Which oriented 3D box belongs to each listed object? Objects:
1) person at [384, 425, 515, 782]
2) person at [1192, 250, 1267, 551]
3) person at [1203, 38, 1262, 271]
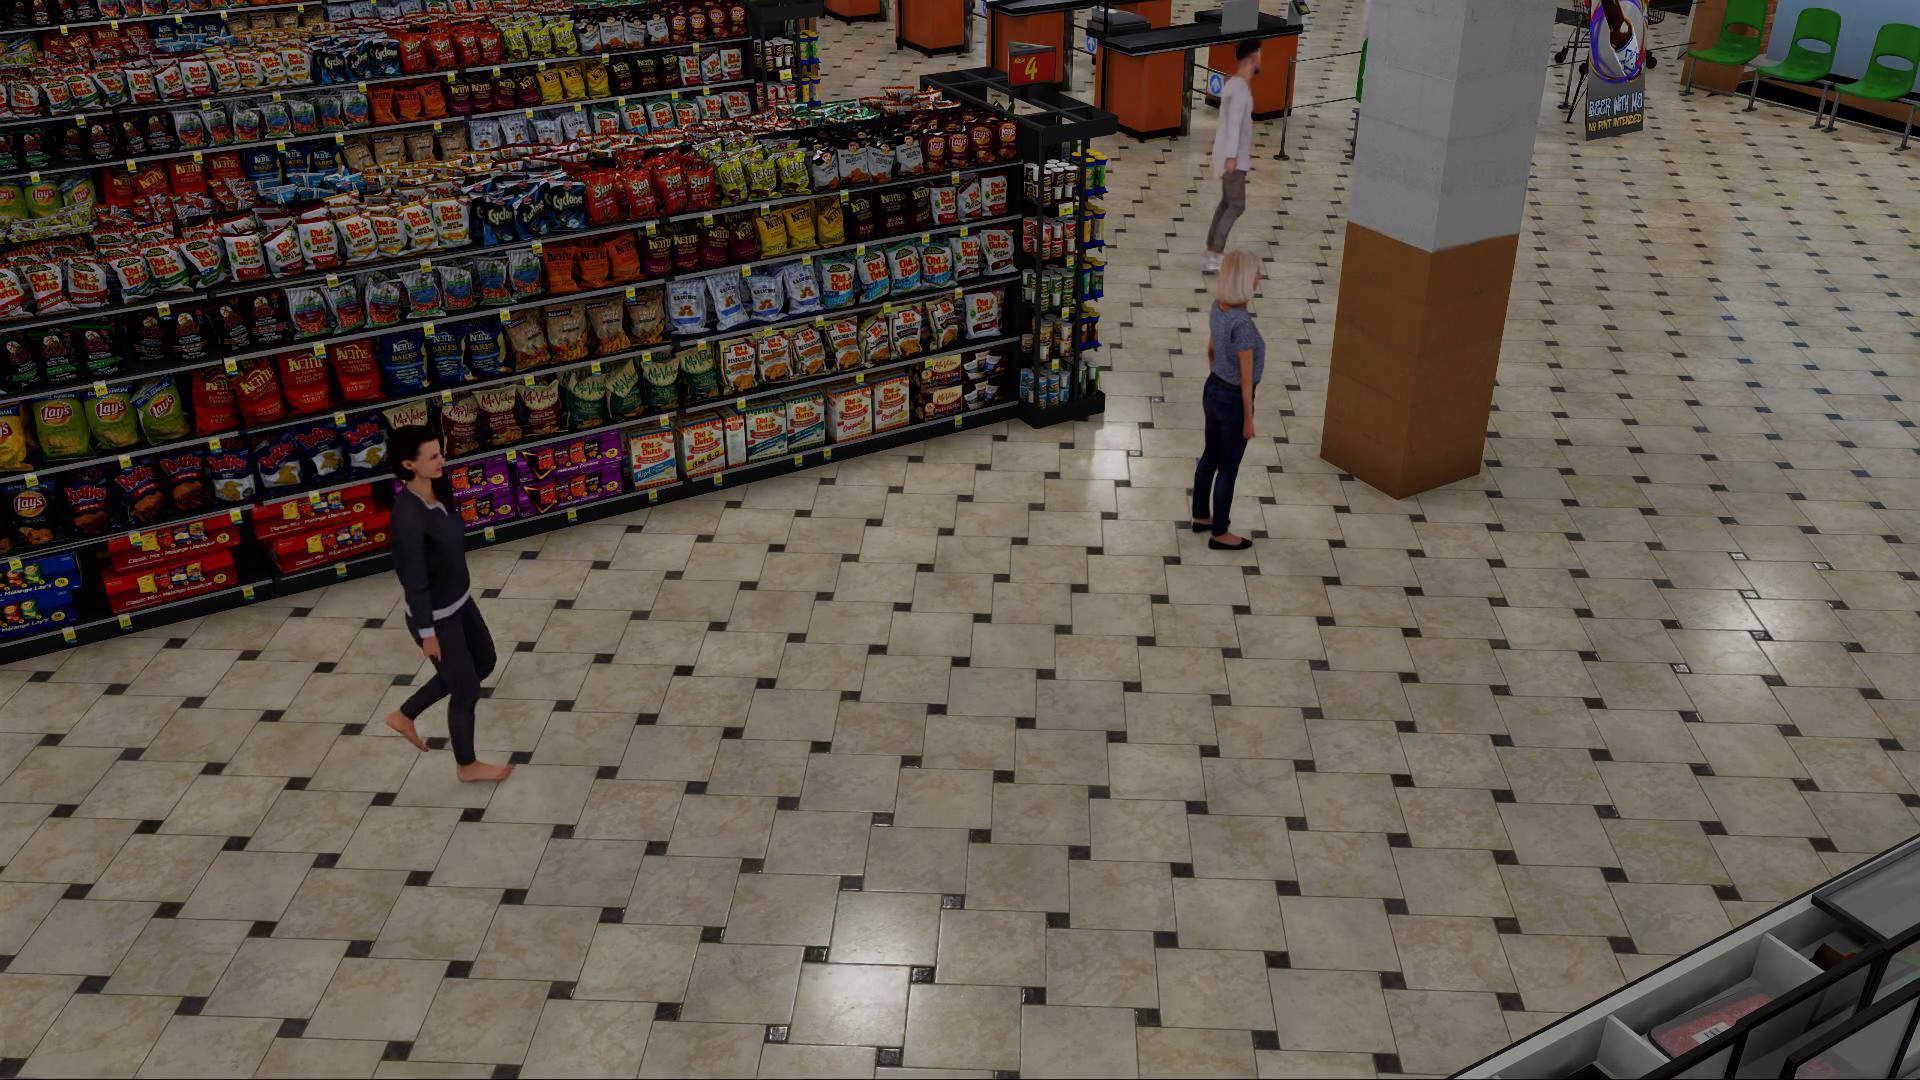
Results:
[{"bbox_3d":[-2.334,0.303,7.216,0.912,1.756,0.800,-2,29,-4],"label":"person"},{"bbox_3d":[1.486,-0.778,9.232,0.578,1.721,0.632,-8,30,-15],"label":"person"},{"bbox_3d":[2.146,-3.065,13.340,0.868,1.798,0.871,10,30,18],"label":"person"}]
